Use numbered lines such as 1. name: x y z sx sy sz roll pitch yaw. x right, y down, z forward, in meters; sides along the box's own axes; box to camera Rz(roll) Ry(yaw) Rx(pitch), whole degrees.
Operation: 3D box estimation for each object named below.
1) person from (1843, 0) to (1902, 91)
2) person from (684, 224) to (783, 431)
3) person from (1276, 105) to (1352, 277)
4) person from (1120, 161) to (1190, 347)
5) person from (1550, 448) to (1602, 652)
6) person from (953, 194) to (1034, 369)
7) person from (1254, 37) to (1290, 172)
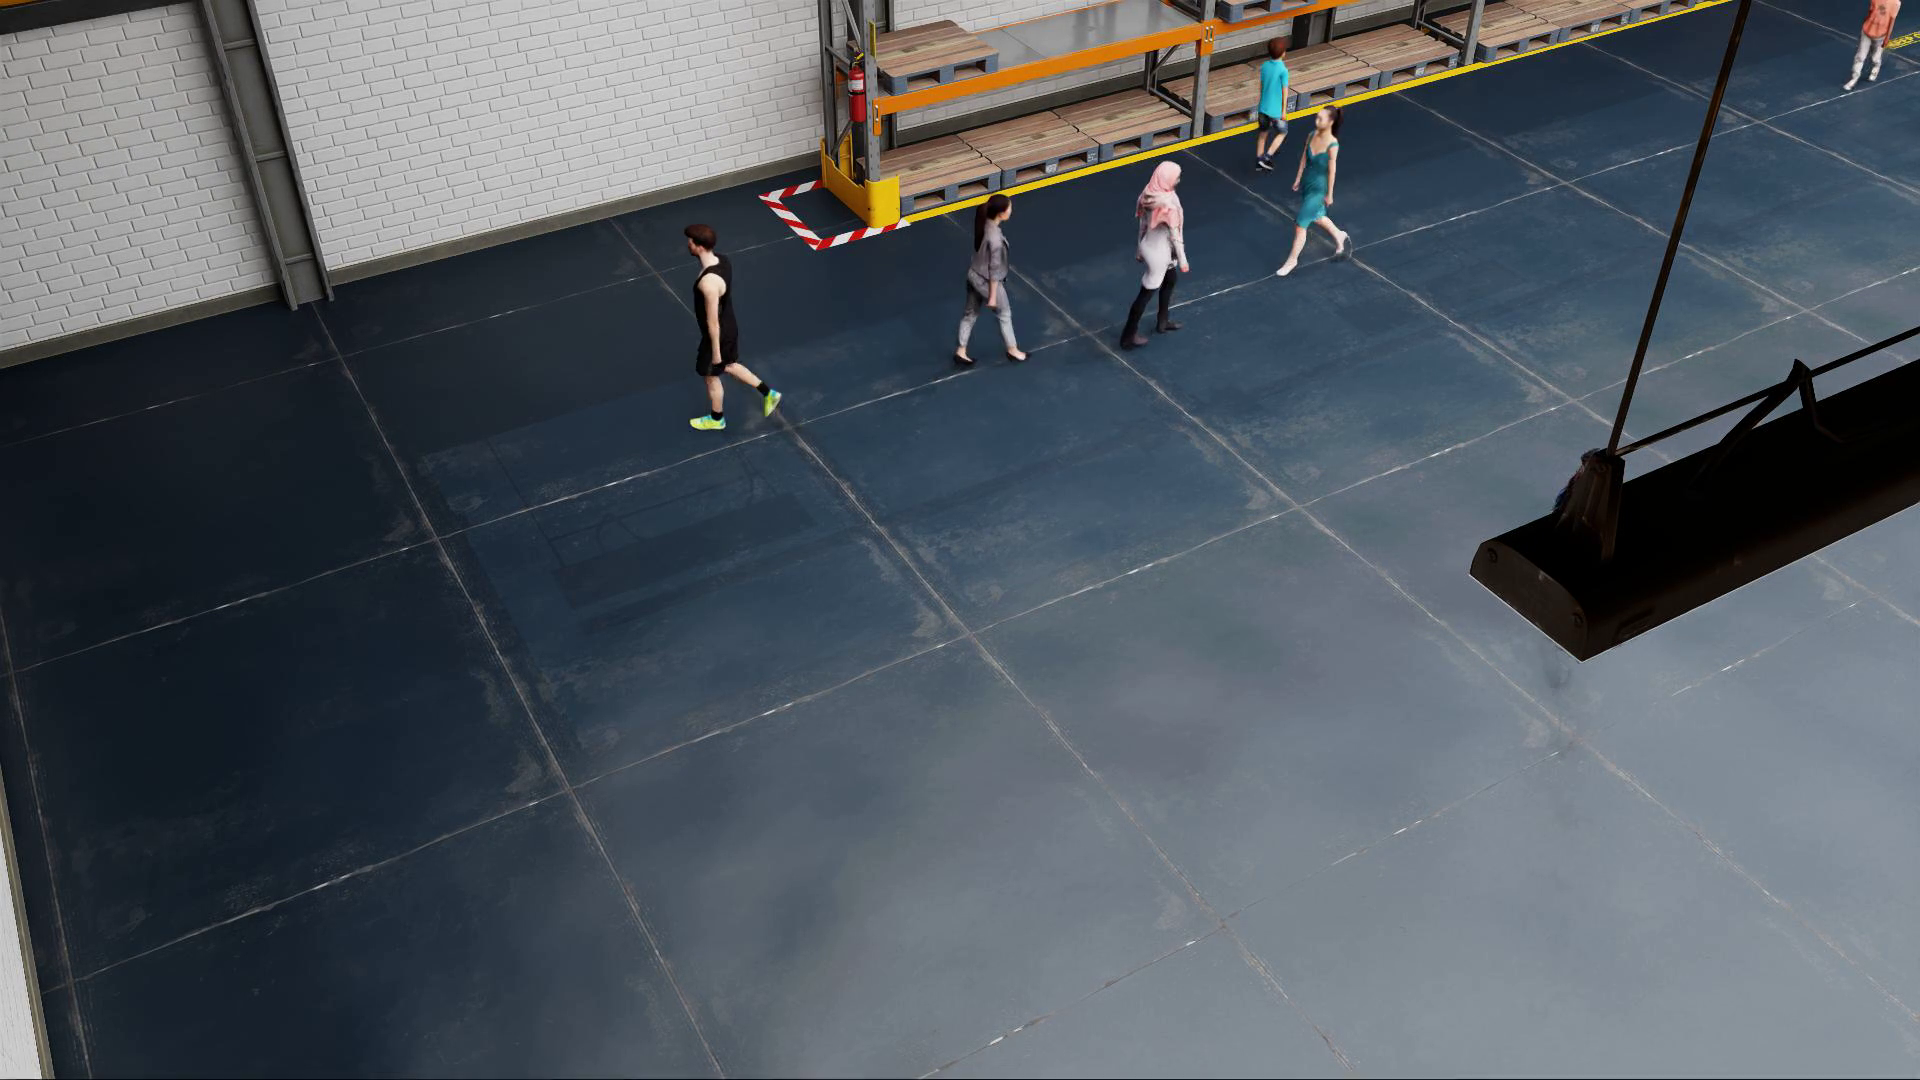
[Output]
1. person: 10.493 -5.818 19.013 0.835 1.297 0.580 -29 47 -31
2. person: -1.858 -1.668 13.357 1.164 1.869 1.039 2 39 2
3. person: 3.382 -3.263 15.530 1.041 1.651 0.614 -15 41 -18
4. person: 1.611 -2.410 14.365 0.929 1.772 0.740 -11 40 -14
5. person: 4.224 0.084 11.375 0.909 1.605 0.981 11 40 13
6. person: 0.148 -2.144 14.137 0.951 1.641 0.728 -17 42 -20
7. person: 3.195 -4.485 17.229 0.591 1.441 0.578 -28 47 -31
